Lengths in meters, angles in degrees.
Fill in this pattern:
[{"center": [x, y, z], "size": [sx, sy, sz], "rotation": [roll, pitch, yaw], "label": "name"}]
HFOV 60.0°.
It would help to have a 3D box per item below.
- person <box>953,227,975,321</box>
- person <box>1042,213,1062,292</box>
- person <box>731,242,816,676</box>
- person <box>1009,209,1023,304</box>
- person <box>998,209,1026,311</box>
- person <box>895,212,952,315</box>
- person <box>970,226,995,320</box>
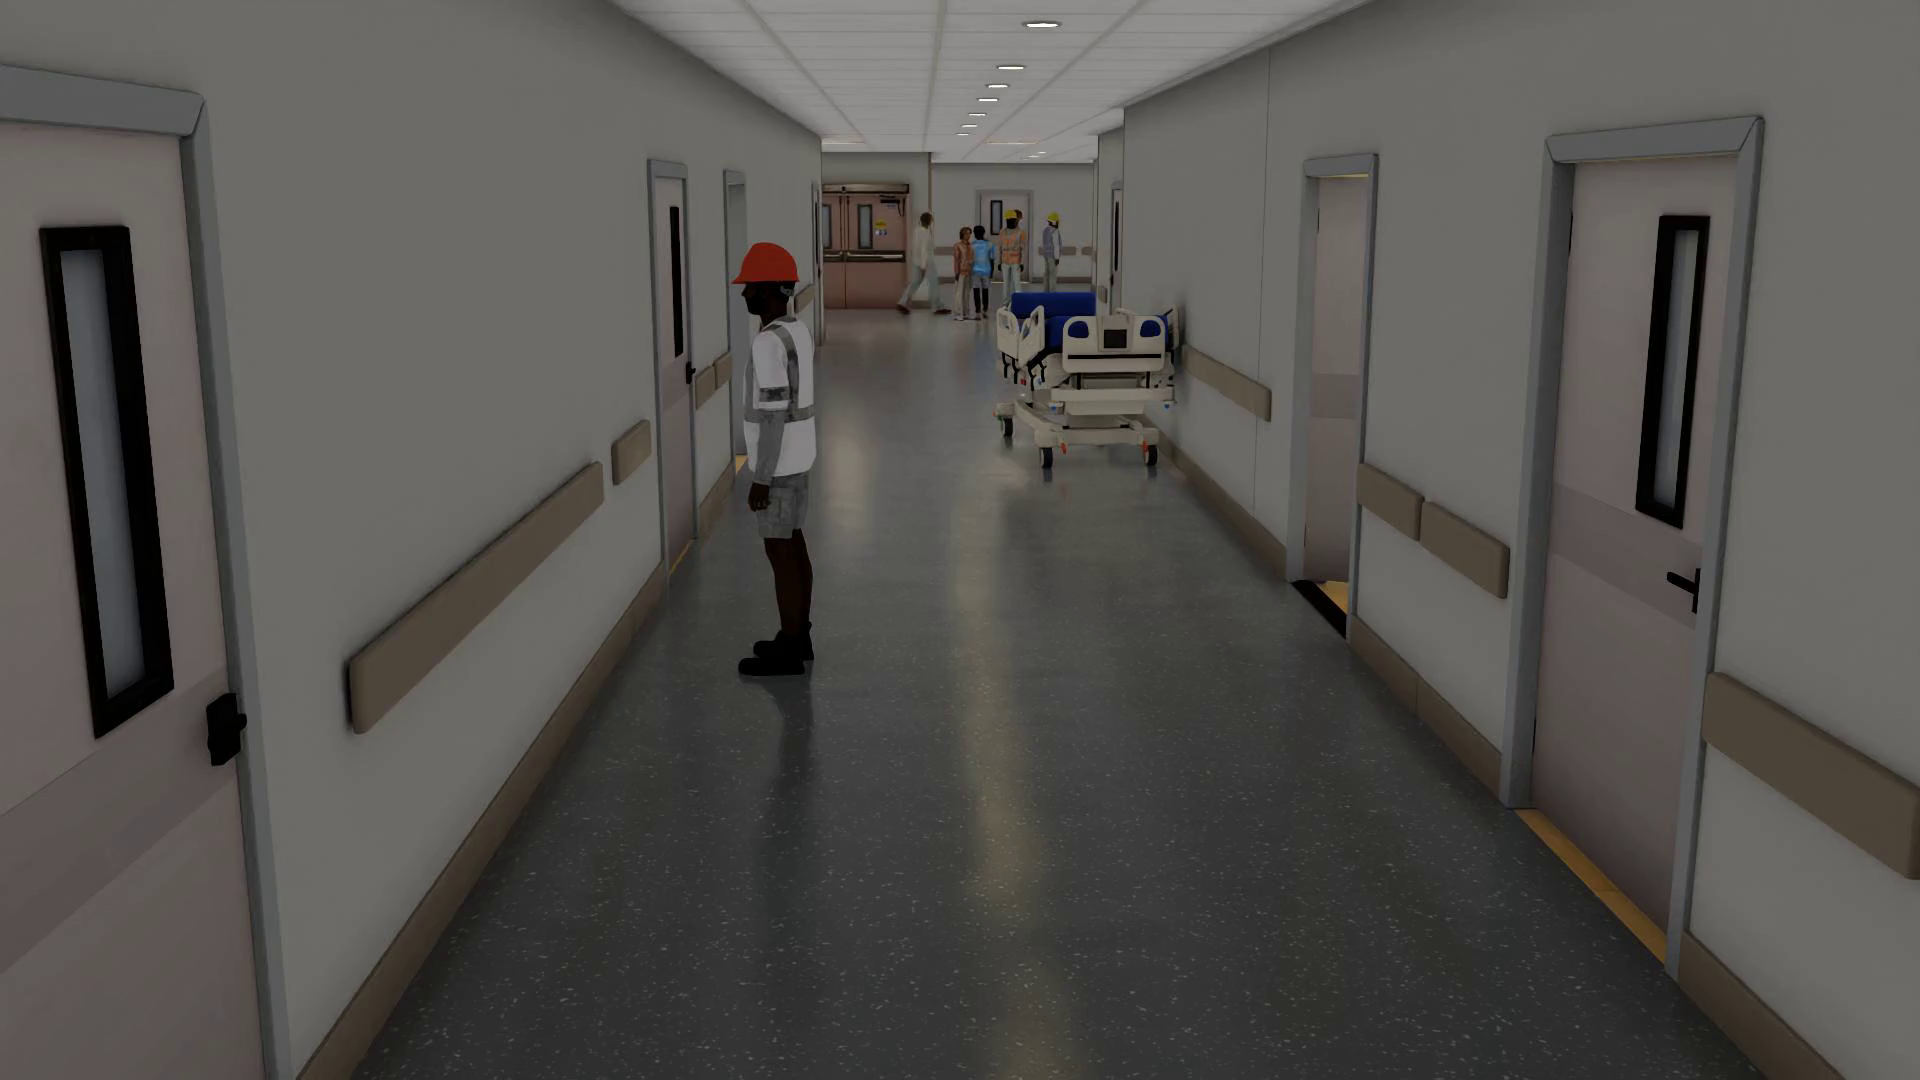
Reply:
[{"center": [0.082, -4.699, 29.372], "size": [0.313, 1.639, 0.517], "rotation": [11, 16, 42], "label": "person"}, {"center": [1.981, -6.079, 35.622], "size": [0.404, 1.834, 0.591], "rotation": [-5, 13, -23], "label": "person"}, {"center": [-0.835, -0.354, 7.480], "size": [0.360, 1.938, 0.546], "rotation": [2, 12, 8], "label": "person"}, {"center": [1.060, -5.516, 32.656], "size": [0.374, 1.928, 0.639], "rotation": [3, 12, 12], "label": "person"}, {"center": [0.973, -5.310, 31.649], "size": [0.588, 1.927, 0.370], "rotation": [7, 13, 30], "label": "person"}, {"center": [-0.710, -5.105, 30.761], "size": [1.030, 1.902, 0.635], "rotation": [-4, 12, -20], "label": "person"}, {"center": [0.332, -4.755, 29.613], "size": [0.534, 1.647, 0.826], "rotation": [-2, 12, -10], "label": "person"}]
